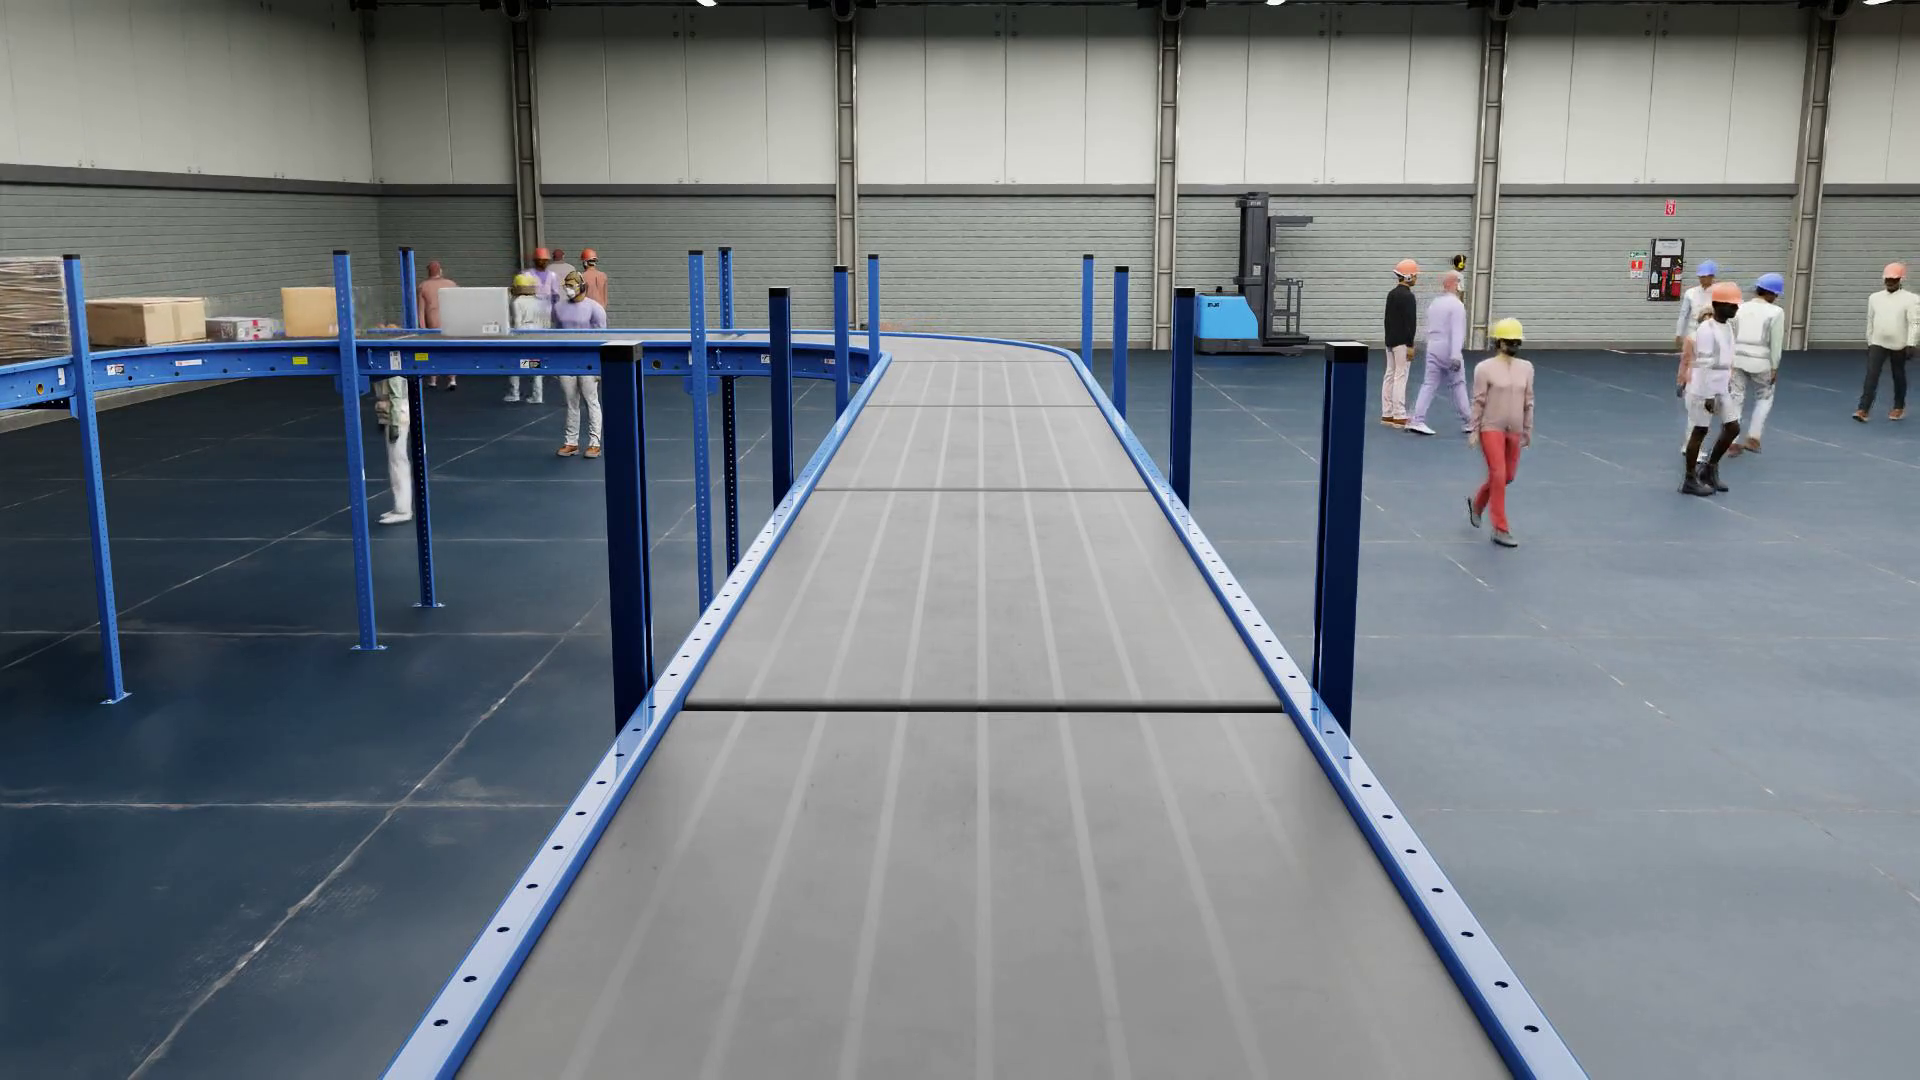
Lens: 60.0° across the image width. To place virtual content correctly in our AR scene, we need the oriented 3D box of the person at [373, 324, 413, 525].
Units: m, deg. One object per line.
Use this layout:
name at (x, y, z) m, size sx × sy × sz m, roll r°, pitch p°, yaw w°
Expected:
person at (-4.664, -0.965, 13.727) m, size 0.308 × 1.638 × 0.526 m, roll -4°, pitch 12°, yaw -19°

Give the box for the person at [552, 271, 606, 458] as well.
person at (-3.995, -1.835, 17.422) m, size 0.632 × 1.940 × 0.372 m, roll 4°, pitch 12°, yaw 18°

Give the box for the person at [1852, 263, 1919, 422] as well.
person at (11.466, -2.428, 20.494) m, size 1.046 × 1.940 × 0.631 m, roll -10°, pitch 15°, yaw -41°

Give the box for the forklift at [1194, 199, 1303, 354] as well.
forklift at (5.313, -4.851, 30.603) m, size 1.873 × 2.768 × 1.129 m, roll 0°, pitch 11°, yaw 1°

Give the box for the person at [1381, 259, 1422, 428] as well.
person at (5.300, -2.358, 19.961) m, size 0.392 × 1.995 × 0.612 m, roll -2°, pitch 11°, yaw -10°

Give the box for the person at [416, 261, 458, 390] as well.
person at (-7.605, -3.133, 24.322) m, size 0.645 × 1.870 × 0.978 m, roll -5°, pitch 12°, yaw -25°

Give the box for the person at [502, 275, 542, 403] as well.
person at (-5.956, -2.720, 22.518) m, size 0.728 × 1.711 × 0.499 m, roll 5°, pitch 12°, yaw 26°

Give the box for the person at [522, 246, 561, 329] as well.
person at (-6.618, -3.609, 26.290) m, size 0.666 × 2.029 × 0.592 m, roll -9°, pitch 14°, yaw -38°

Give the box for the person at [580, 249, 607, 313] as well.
person at (-5.818, -3.584, 26.263) m, size 0.382 × 1.995 × 0.612 m, roll 7°, pitch 13°, yaw 32°

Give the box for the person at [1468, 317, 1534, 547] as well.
person at (4.189, -0.870, 12.970) m, size 0.527 × 1.744 × 0.746 m, roll -3°, pitch 11°, yaw -16°

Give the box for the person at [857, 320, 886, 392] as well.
person at (-0.685, -1.140, 14.678) m, size 0.616 × 1.621 × 0.520 m, roll -9°, pitch 14°, yaw -39°

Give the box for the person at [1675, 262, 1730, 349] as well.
person at (9.744, -2.699, 21.928) m, size 0.956 × 1.900 × 0.651 m, roll -10°, pitch 15°, yaw -41°

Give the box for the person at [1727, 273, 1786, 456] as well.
person at (8.338, -1.839, 17.490) m, size 0.529 × 1.912 × 0.639 m, roll -10°, pitch 15°, yaw -42°

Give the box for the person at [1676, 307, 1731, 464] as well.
person at (7.643, -1.604, 17.131) m, size 0.557 × 1.594 × 0.700 m, roll -3°, pitch 11°, yaw -15°

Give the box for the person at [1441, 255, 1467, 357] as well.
person at (8.726, -4.103, 29.341) m, size 0.762 × 1.830 × 0.519 m, roll -2°, pitch 11°, yaw -12°

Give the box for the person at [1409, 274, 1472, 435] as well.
person at (5.639, -2.137, 19.249) m, size 1.017 × 1.840 × 0.707 m, roll -4°, pitch 12°, yaw -20°

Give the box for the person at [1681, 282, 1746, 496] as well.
person at (6.802, -1.351, 14.978) m, size 0.547 × 1.919 × 0.505 m, roll -8°, pitch 14°, yaw -36°

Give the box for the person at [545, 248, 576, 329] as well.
person at (-7.521, -4.521, 31.301) m, size 0.638 × 1.911 × 0.402 m, roll -4°, pitch 12°, yaw -19°
